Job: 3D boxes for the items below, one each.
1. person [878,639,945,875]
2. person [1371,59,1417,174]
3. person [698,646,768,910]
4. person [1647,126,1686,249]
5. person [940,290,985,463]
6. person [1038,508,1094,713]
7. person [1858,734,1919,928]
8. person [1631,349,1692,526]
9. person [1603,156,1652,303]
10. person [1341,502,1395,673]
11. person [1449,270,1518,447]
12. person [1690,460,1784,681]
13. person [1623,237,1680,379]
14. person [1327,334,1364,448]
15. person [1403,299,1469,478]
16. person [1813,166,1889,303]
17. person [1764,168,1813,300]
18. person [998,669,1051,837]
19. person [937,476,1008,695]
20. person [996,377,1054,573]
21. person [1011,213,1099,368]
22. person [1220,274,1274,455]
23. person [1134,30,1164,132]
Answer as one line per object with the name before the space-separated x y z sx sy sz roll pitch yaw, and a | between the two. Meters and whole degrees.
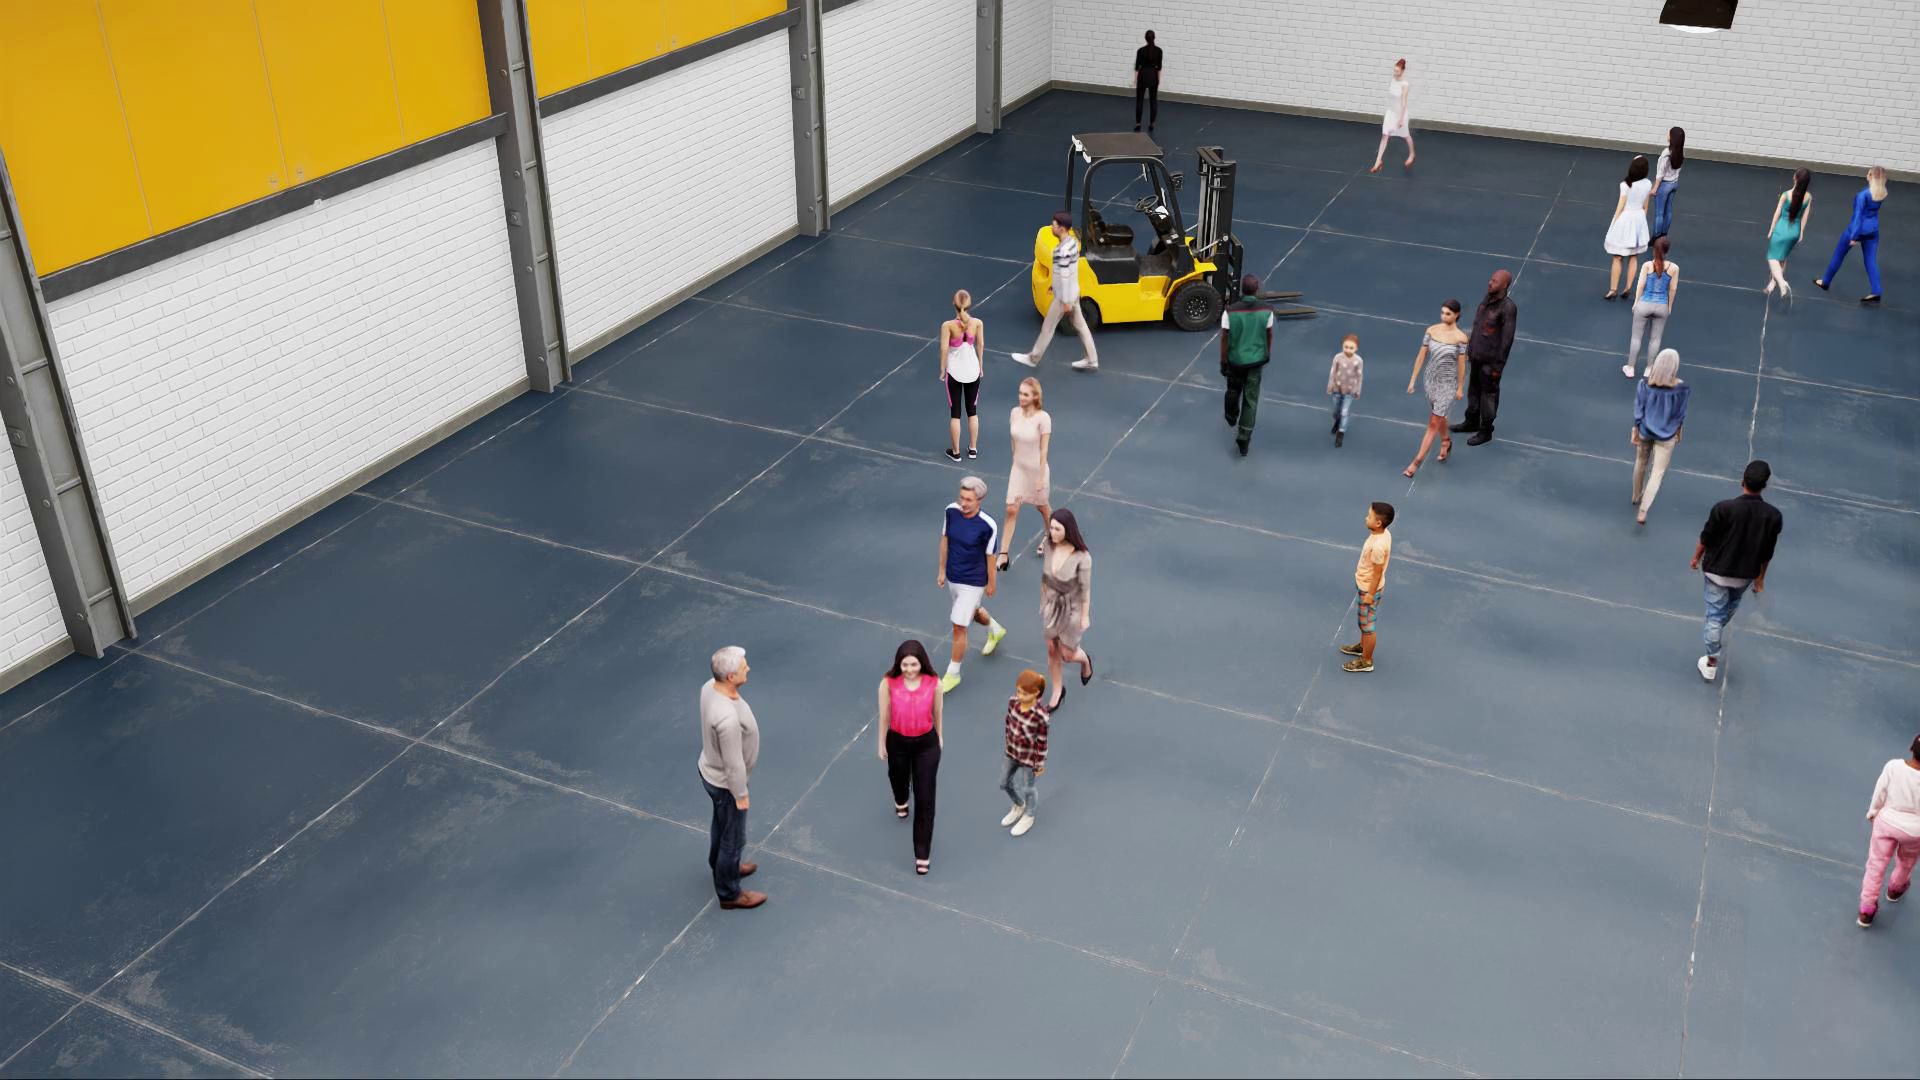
person | -0.337 1.363 11.232 0.931 1.625 1.145 -1 29 -2
person | 6.785 -6.480 25.498 1.201 1.732 1.013 -15 32 -26
person | -1.491 1.514 10.667 0.882 1.901 0.807 -8 30 -15
person | 9.560 -4.775 22.478 0.606 1.633 0.735 -20 35 -33
person | 0.028 -1.639 16.567 0.675 1.788 0.729 -9 30 -16
person | 0.845 0.517 12.668 0.708 1.737 0.822 21 35 34
person | 5.954 1.850 10.546 0.704 1.429 0.908 22 35 34
person | 6.445 -0.932 15.395 0.735 1.667 1.136 18 33 30
person | 8.270 -3.839 20.574 0.848 1.813 0.895 -4 29 -7
person | 3.276 0.355 13.252 0.637 1.461 0.500 5 29 9
person | 5.415 -1.893 16.994 0.856 1.825 0.789 -9 30 -16
person | 6.074 0.274 13.073 0.904 1.776 1.176 4 29 7
person | 7.690 -2.584 18.486 0.601 1.609 0.575 6 29 12
person | 3.951 -1.566 17.057 0.492 1.189 0.640 12 31 21
person | 4.762 -1.511 16.351 1.178 1.769 0.878 -25 38 -38
person | 11.233 -3.727 20.537 1.131 1.651 1.199 -11 30 -19
person | 10.226 -3.732 20.528 0.783 1.668 0.992 0 29 1
person | 0.485 1.427 11.453 0.608 1.301 0.608 24 37 37
person | 0.107 0.272 13.056 0.876 1.794 1.245 24 37 36
person | 0.684 -0.601 14.673 0.763 1.780 1.131 19 34 31
person | 1.265 -2.717 18.528 0.864 1.802 1.177 9 30 15
person | 2.894 -1.736 16.752 0.929 1.780 1.268 3 29 6
person | 3.128 -7.644 27.710 0.692 1.658 0.718 -4 29 -8
